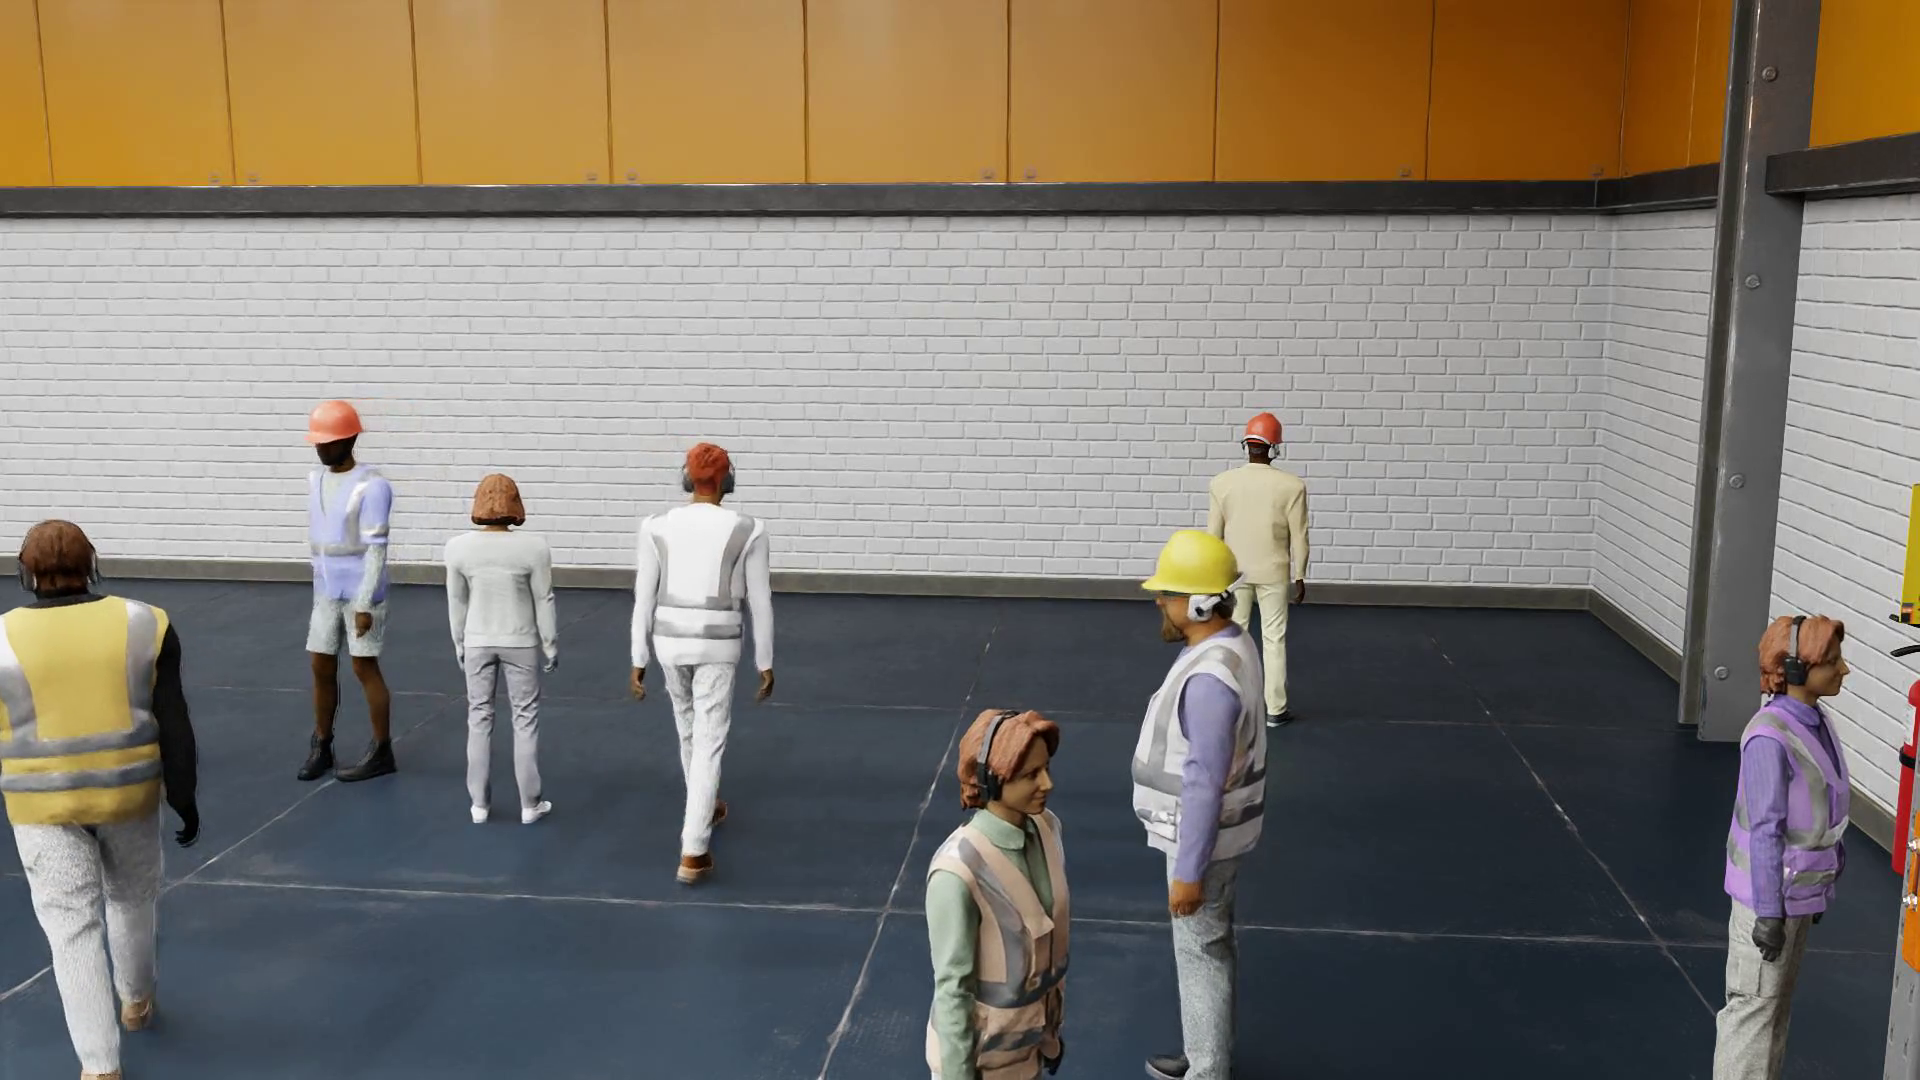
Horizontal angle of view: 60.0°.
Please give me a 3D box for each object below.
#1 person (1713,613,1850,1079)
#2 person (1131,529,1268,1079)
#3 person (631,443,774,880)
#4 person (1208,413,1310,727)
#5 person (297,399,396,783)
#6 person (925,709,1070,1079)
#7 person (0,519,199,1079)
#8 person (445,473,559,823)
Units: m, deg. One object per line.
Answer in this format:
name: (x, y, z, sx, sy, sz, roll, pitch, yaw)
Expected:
person: (2.337, 1.015, 4.738, 0.307, 1.645, 0.513, 8, 13, 38)
person: (0.721, 0.869, 5.050, 0.404, 1.828, 0.590, 2, 10, 12)
person: (-1.121, 0.500, 7.213, 0.598, 1.826, 0.945, 1, 10, 8)
person: (1.667, 0.163, 9.299, 0.572, 1.749, 0.341, 4, 11, 20)
person: (-3.069, 0.254, 8.287, 0.548, 1.927, 0.393, 5, 11, 27)
person: (0.088, 1.179, 3.803, 0.314, 1.641, 0.515, 5, 11, 29)
person: (-2.850, 0.821, 5.371, 0.663, 1.802, 0.889, -6, 12, -32)
person: (-2.116, 0.504, 7.711, 0.502, 1.627, 0.288, 0, 10, 1)
